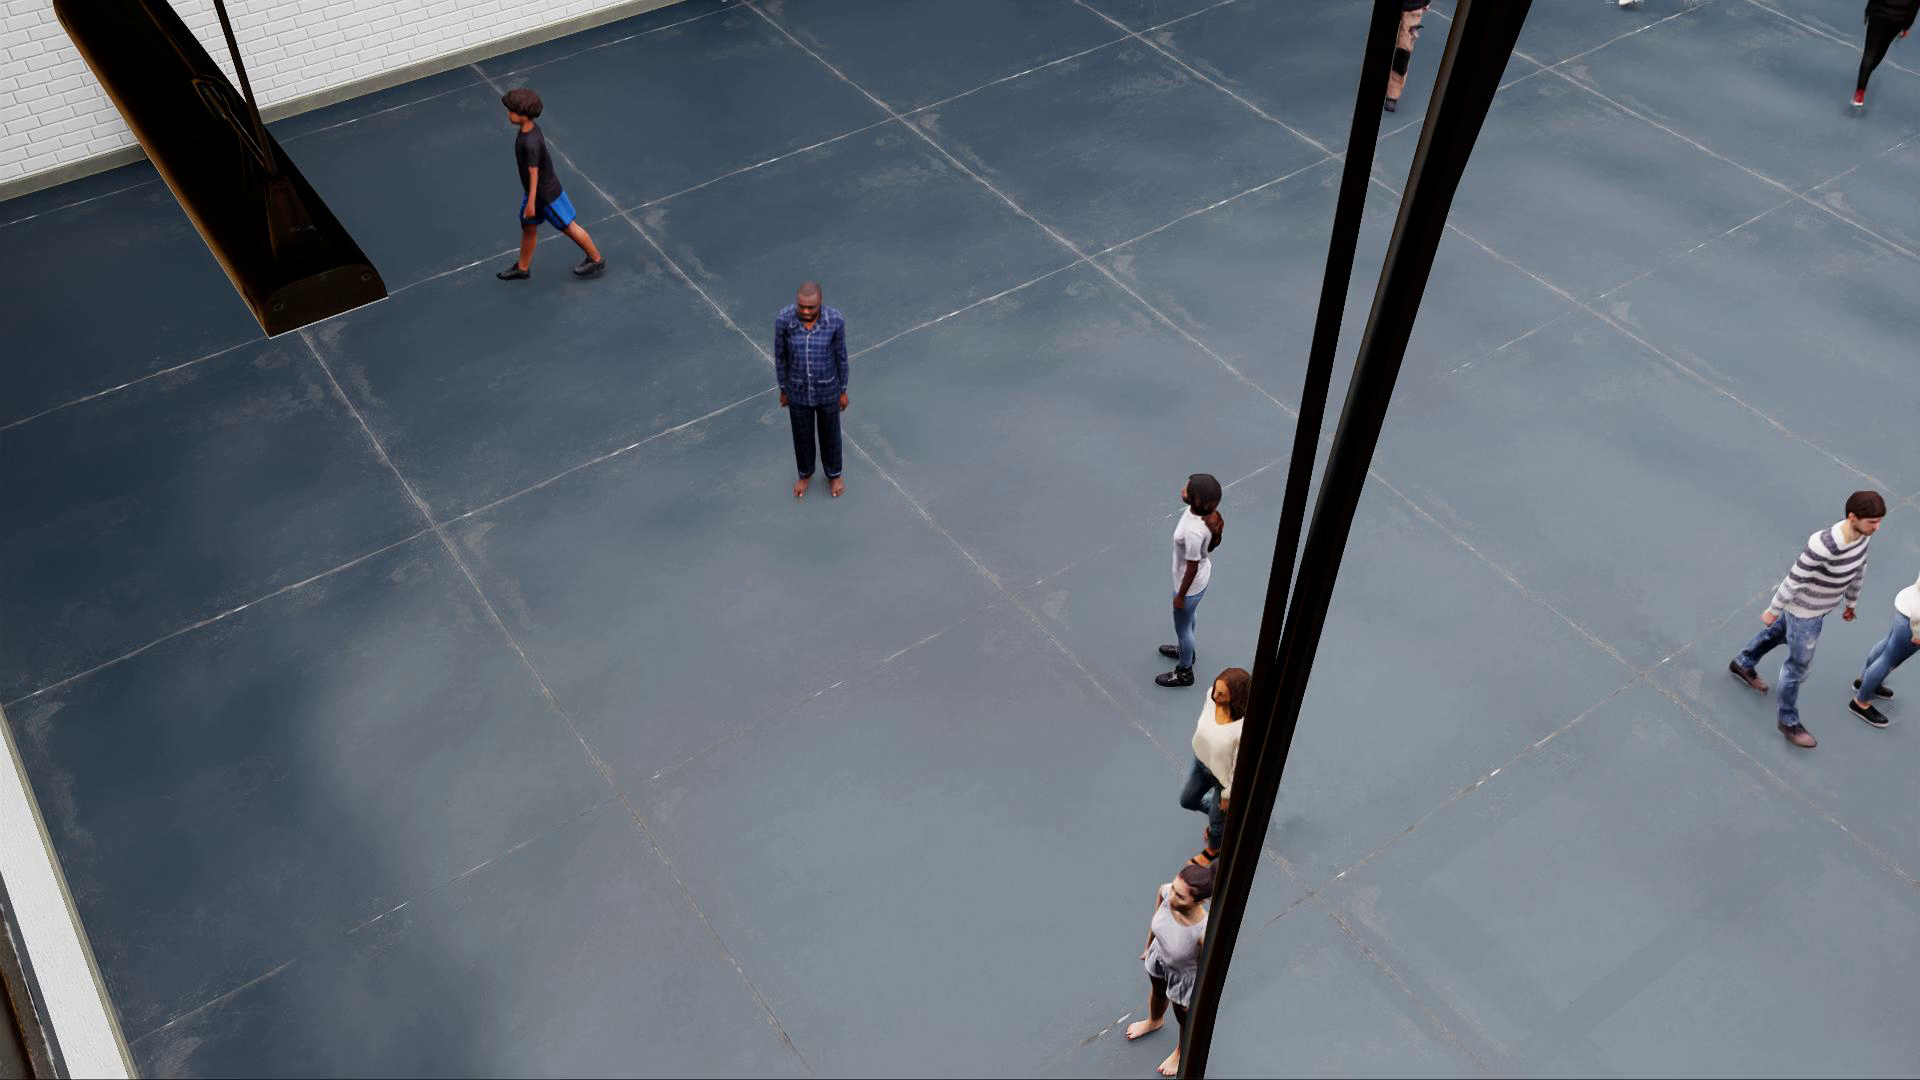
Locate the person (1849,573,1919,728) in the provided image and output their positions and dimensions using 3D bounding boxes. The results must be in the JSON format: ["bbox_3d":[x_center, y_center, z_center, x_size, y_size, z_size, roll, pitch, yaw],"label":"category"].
[{"bbox_3d":[5.929,0.447,10.274,0.759,1.692,0.621,24,48,23],"label":"person"}]

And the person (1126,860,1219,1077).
[{"bbox_3d":[1.124,2.172,8.526,0.531,1.605,0.548,-26,49,-24],"label":"person"}]

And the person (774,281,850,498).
[{"bbox_3d":[-1.035,-1.081,11.781,0.747,1.826,0.839,0,44,0],"label":"person"}]

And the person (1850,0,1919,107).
[{"bbox_3d":[8.910,-4.959,15.989,0.994,1.636,1.167,15,46,15],"label":"person"}]

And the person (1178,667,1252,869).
[{"bbox_3d":[1.557,1.284,9.412,0.673,1.670,0.652,-19,47,-19],"label":"person"}]

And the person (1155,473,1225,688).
[{"bbox_3d":[1.442,0.245,10.466,0.726,1.719,0.659,9,44,9],"label":"person"}]

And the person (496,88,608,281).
[{"bbox_3d":[-3.357,-2.896,13.737,1.229,1.755,0.870,-14,45,-14],"label":"person"}]

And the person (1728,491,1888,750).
[{"bbox_3d":[5.179,0.339,10.295,0.962,1.818,0.789,-23,48,-22],"label":"person"}]

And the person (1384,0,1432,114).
[{"bbox_3d":[4.259,-5.141,16.004,1.155,1.879,1.221,5,44,5],"label":"person"}]
